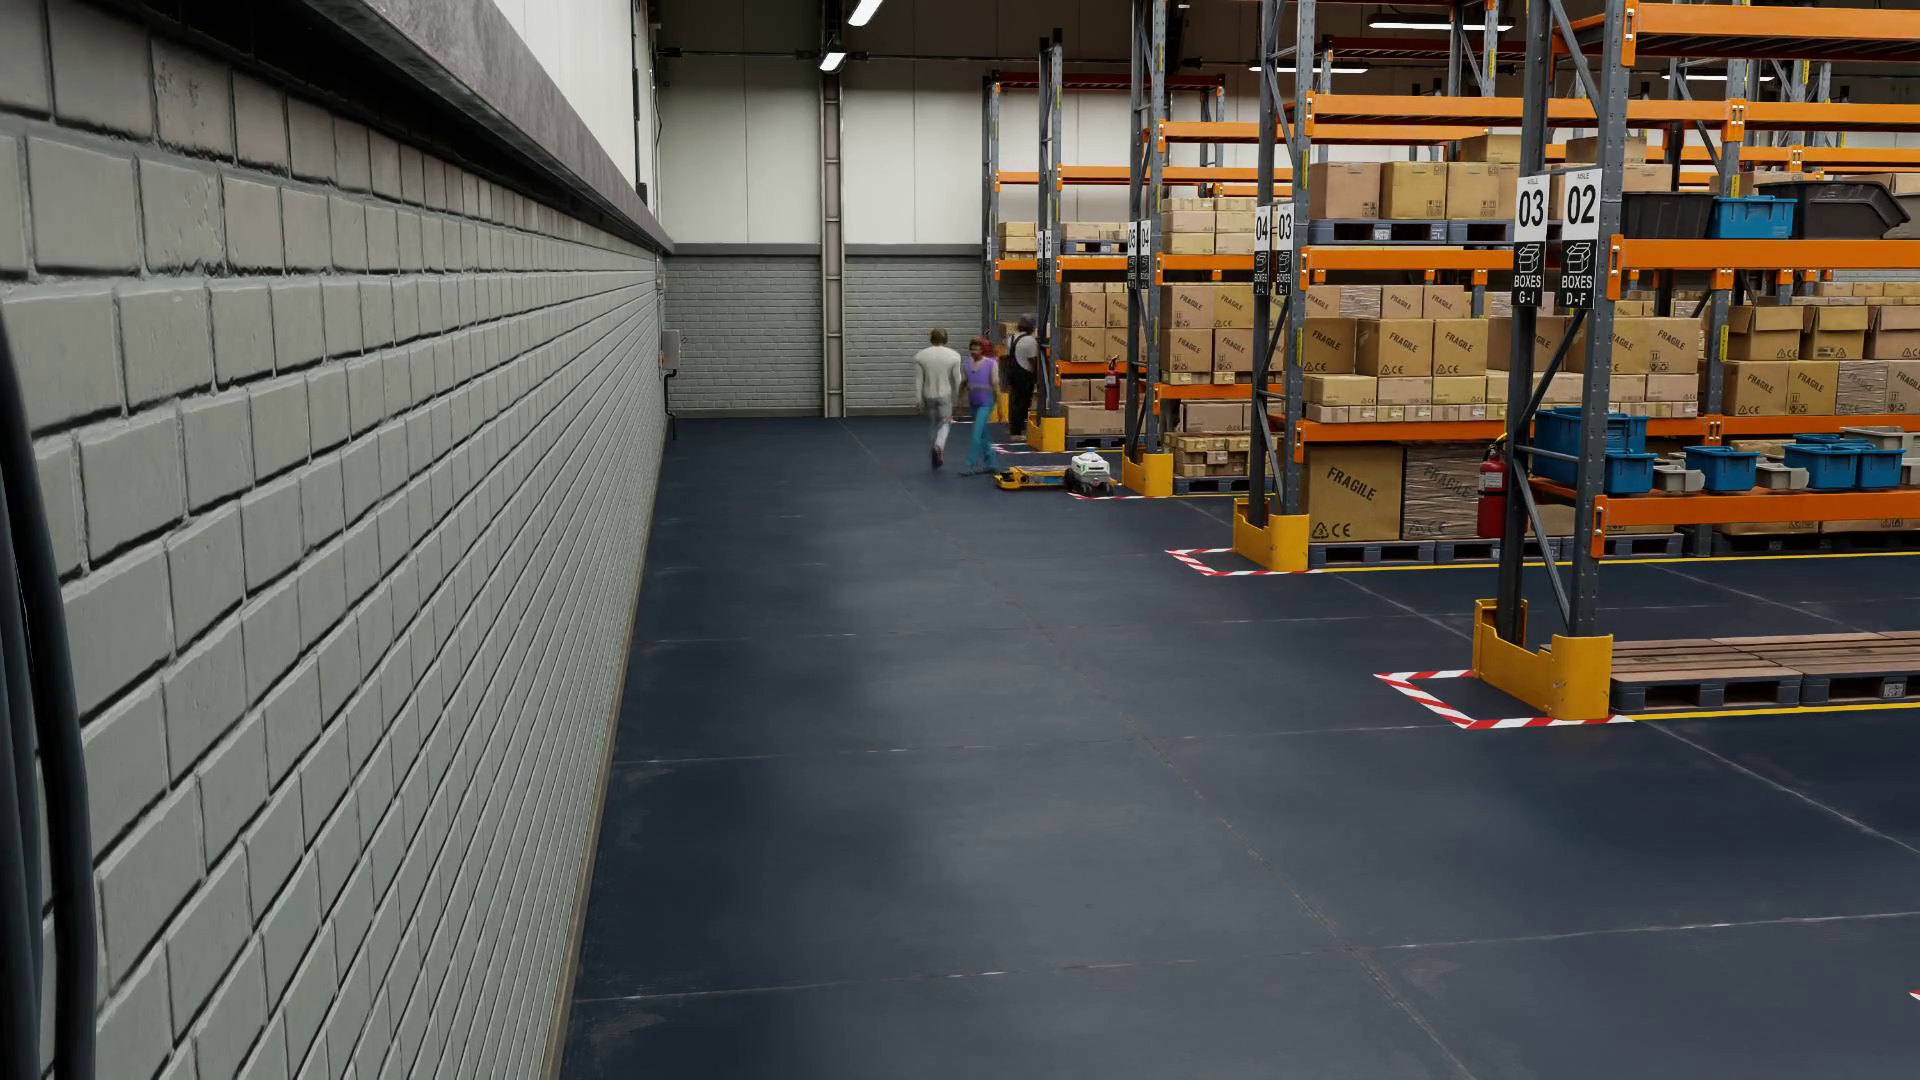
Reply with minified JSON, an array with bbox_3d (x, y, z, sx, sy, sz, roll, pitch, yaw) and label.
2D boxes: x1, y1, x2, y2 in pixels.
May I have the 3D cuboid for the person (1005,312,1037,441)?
[{"bbox_3d":[1.060,-2.558,25.924,0.675,2.000,0.684,-4,10,-25],"label":"person"}]

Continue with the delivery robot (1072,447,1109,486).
[{"bbox_3d":[1.546,-0.860,19.736,0.477,0.478,0.707,-1,9,-7],"label":"delivery robot"}]

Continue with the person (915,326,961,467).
[{"bbox_3d":[-0.303,-1.897,22.252,0.633,1.919,0.744,2,9,11],"label":"person"}]

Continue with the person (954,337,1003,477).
[{"bbox_3d":[0.201,-1.714,21.454,0.827,1.787,0.682,-9,13,-43],"label":"person"}]

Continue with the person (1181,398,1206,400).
[{"bbox_3d":[3.599,-2.627,26.626,0.994,1.942,0.651,-3,10,-17],"label":"person"}]

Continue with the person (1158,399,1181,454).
[{"bbox_3d":[2.569,-1.612,20.667,0.333,1.857,0.509,-4,10,-25],"label":"person"}]

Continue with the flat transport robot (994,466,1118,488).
[{"bbox_3d":[1.168,-0.782,20.417,1.431,0.197,0.652,-1,9,-7],"label":"flat transport robot"}]
